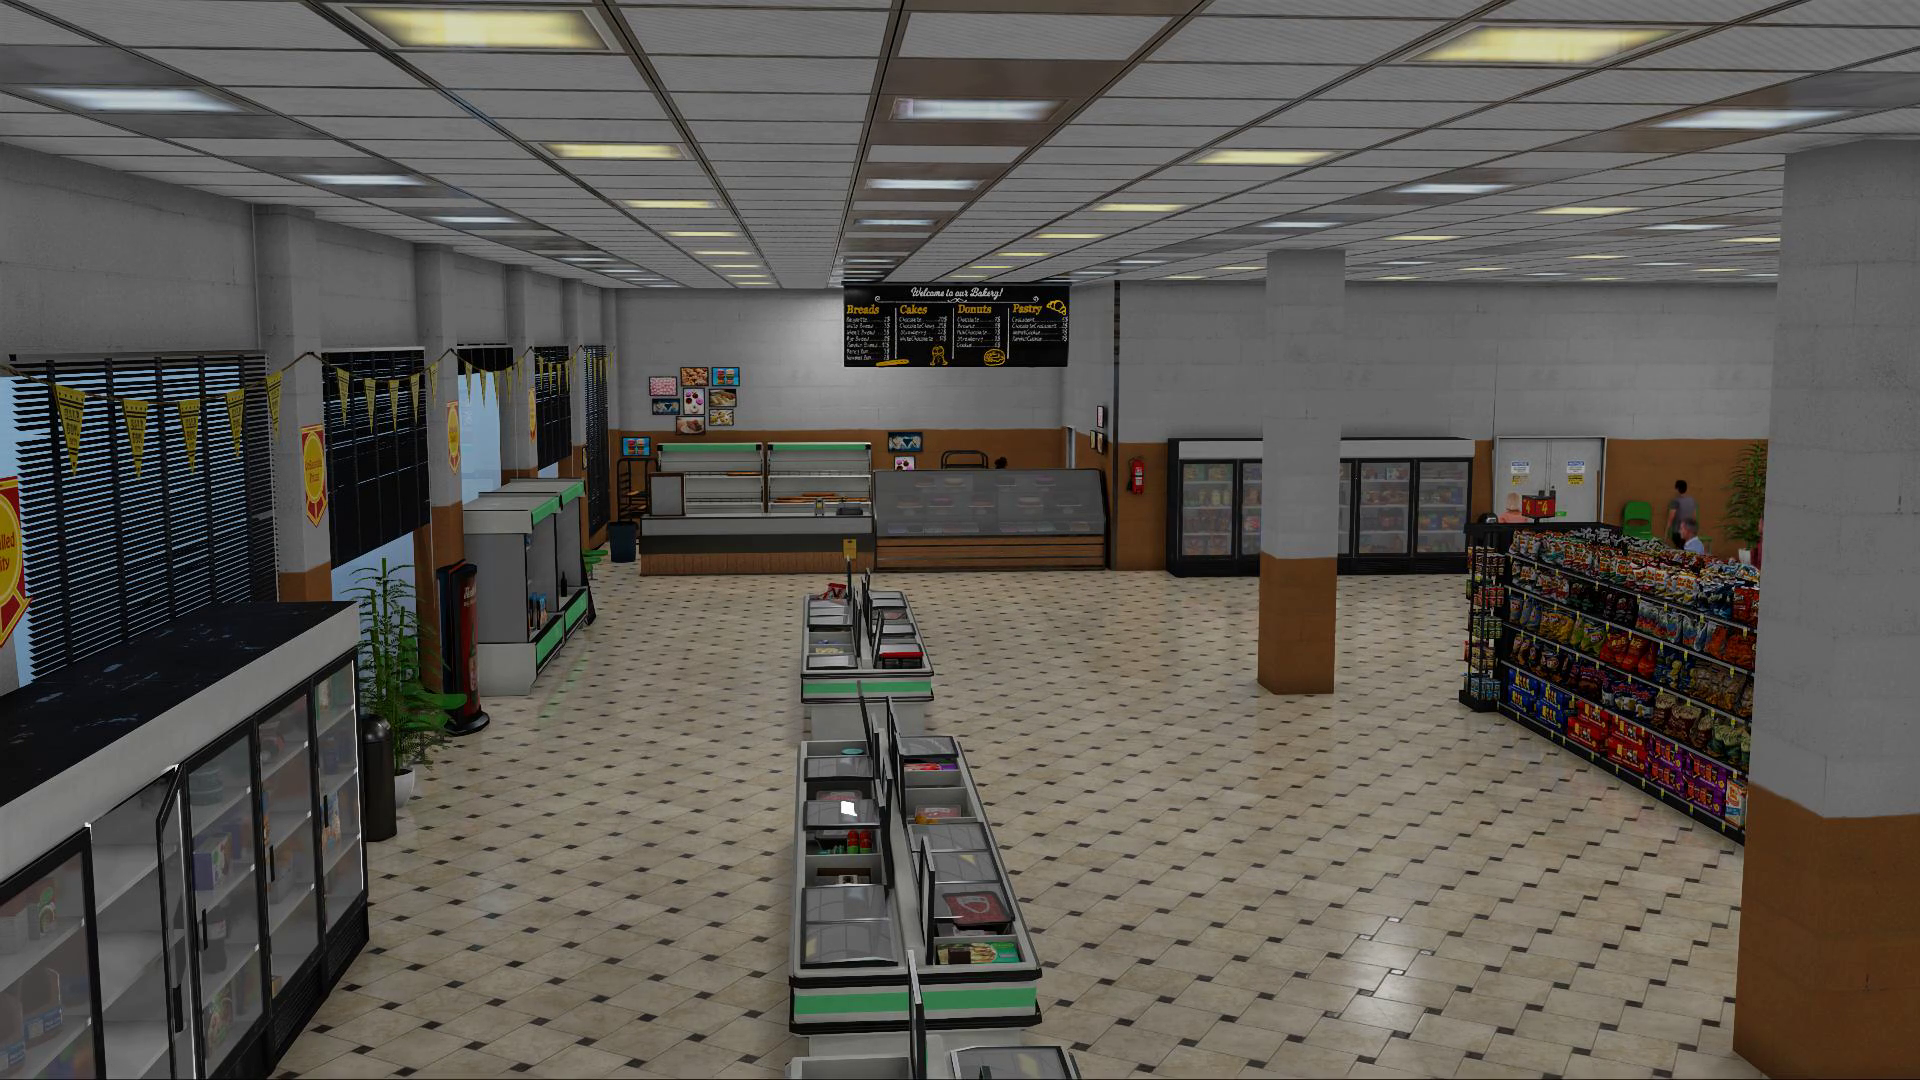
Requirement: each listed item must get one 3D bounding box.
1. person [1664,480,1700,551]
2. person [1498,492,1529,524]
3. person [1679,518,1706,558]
[{"bbox_3d":[11.692,-0.067,26.775,0.842,1.710,1.199,-2,7,-19],"label":"person"},{"bbox_3d":[8.300,0.140,24.999,0.589,1.725,0.502,-1,7,-5],"label":"person"},{"bbox_3d":[9.087,0.646,20.469,0.878,1.806,0.775,3,8,24],"label":"person"}]
